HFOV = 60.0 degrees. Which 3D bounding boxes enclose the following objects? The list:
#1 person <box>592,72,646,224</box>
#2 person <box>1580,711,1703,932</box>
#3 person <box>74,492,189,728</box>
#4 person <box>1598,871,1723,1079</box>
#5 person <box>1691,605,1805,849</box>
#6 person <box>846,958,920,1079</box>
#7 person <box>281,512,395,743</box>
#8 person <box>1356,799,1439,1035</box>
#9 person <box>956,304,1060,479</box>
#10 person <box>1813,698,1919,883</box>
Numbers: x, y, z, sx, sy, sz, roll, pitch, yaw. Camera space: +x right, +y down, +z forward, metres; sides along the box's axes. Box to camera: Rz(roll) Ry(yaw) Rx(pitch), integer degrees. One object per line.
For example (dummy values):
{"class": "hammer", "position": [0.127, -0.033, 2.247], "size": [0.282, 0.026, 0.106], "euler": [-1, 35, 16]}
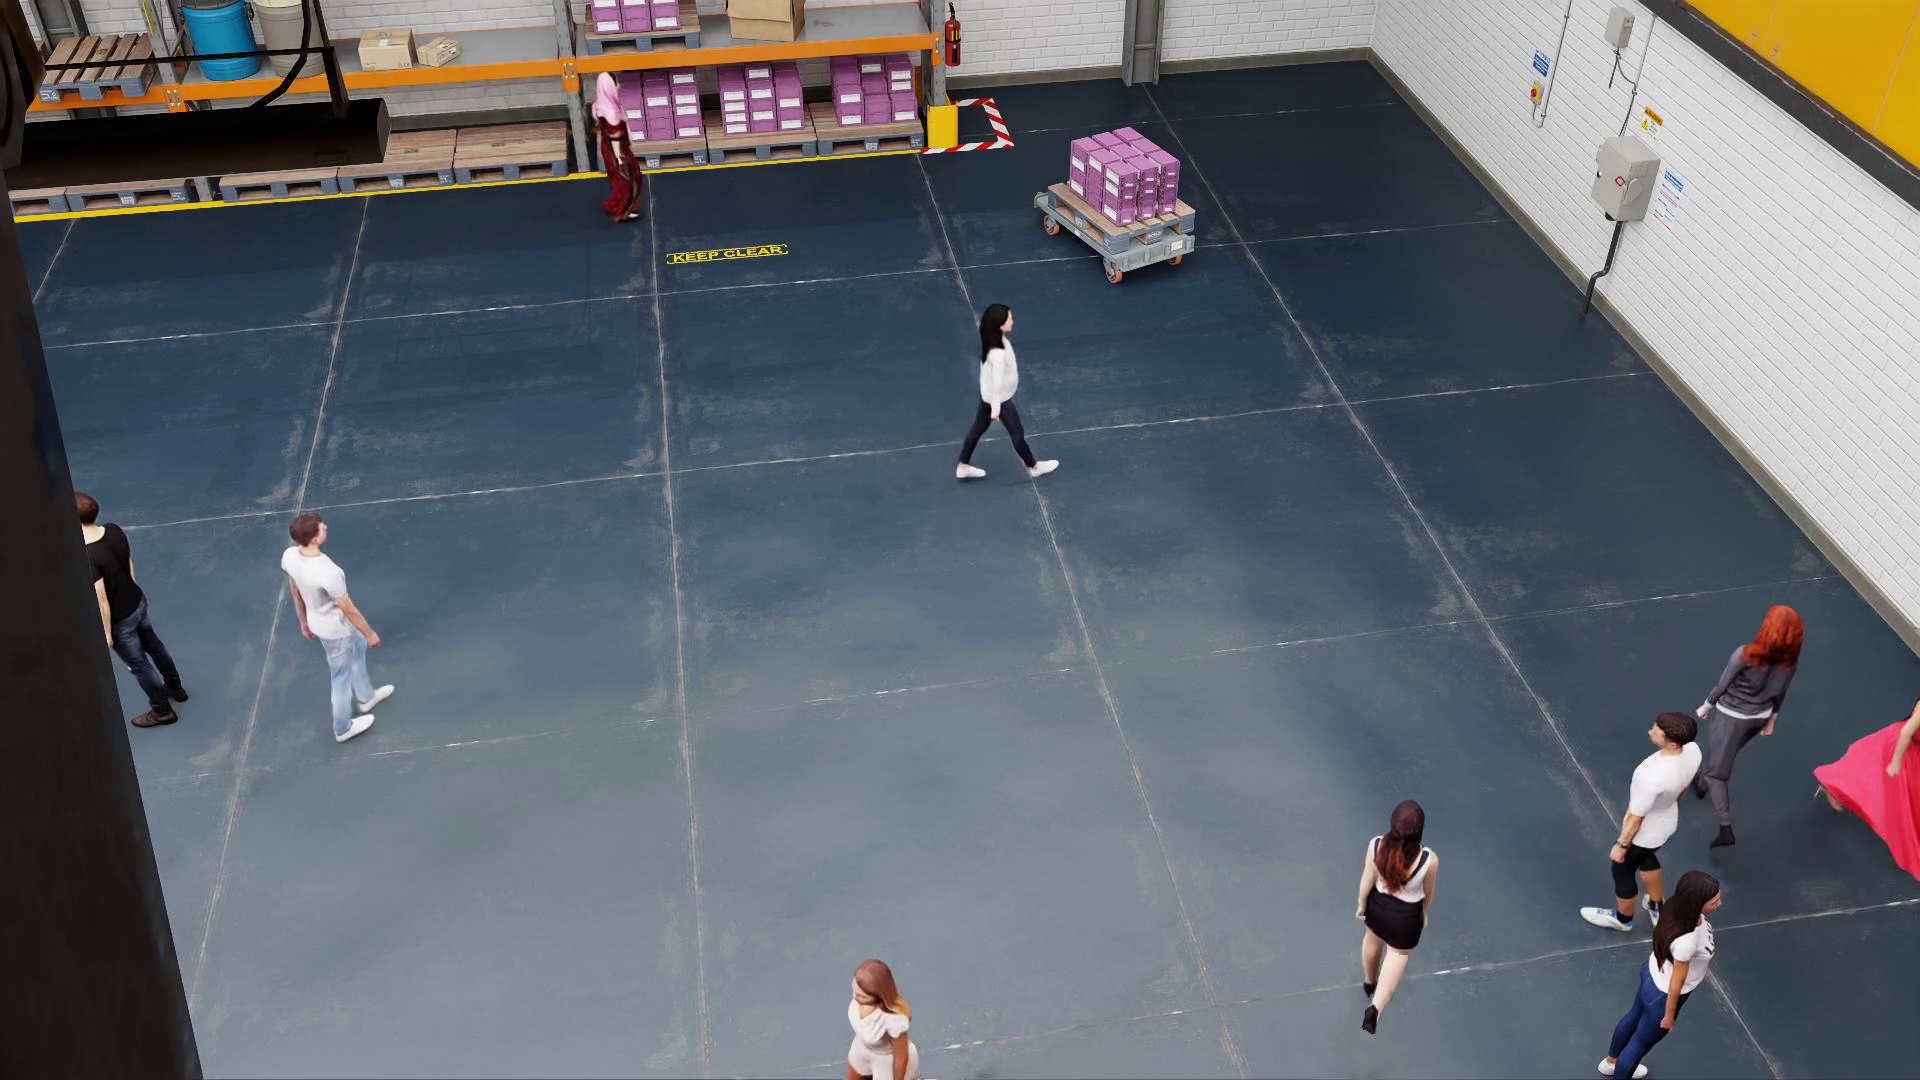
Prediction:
{"class": "person", "position": [-3.573, -3.980, 16.982], "size": [0.698, 1.639, 0.718], "euler": [-10, 40, -12]}
{"class": "person", "position": [4.071, 1.672, 9.749], "size": [0.839, 1.833, 0.958], "euler": [-23, 44, -26]}
{"class": "person", "position": [-5.644, 0.468, 11.207], "size": [0.639, 1.896, 0.734], "euler": [1, 39, 2]}
{"class": "person", "position": [3.738, 2.398, 8.888], "size": [0.660, 1.775, 0.662], "euler": [11, 40, 13]}
{"class": "person", "position": [4.914, 1.183, 10.428], "size": [0.987, 1.751, 0.687], "euler": [-4, 39, -5]}
{"class": "person", "position": [-0.327, 2.645, 8.651], "size": [0.790, 1.683, 0.723], "euler": [-22, 43, -25]}
{"class": "person", "position": [-4.243, 0.638, 11.047], "size": [0.891, 1.829, 0.956], "euler": [27, 46, 30]}
{"class": "person", "position": [2.409, 2.141, 9.323], "size": [0.889, 1.632, 0.890], "euler": [15, 41, 18]}
{"class": "person", "position": [0.205, -1.155, 13.429], "size": [1.049, 1.659, 0.608], "euler": [-7, 39, -8]}
{"class": "person", "position": [5.811, 1.301, 10.367], "size": [1.245, 1.644, 0.954], "euler": [-23, 44, -26]}
